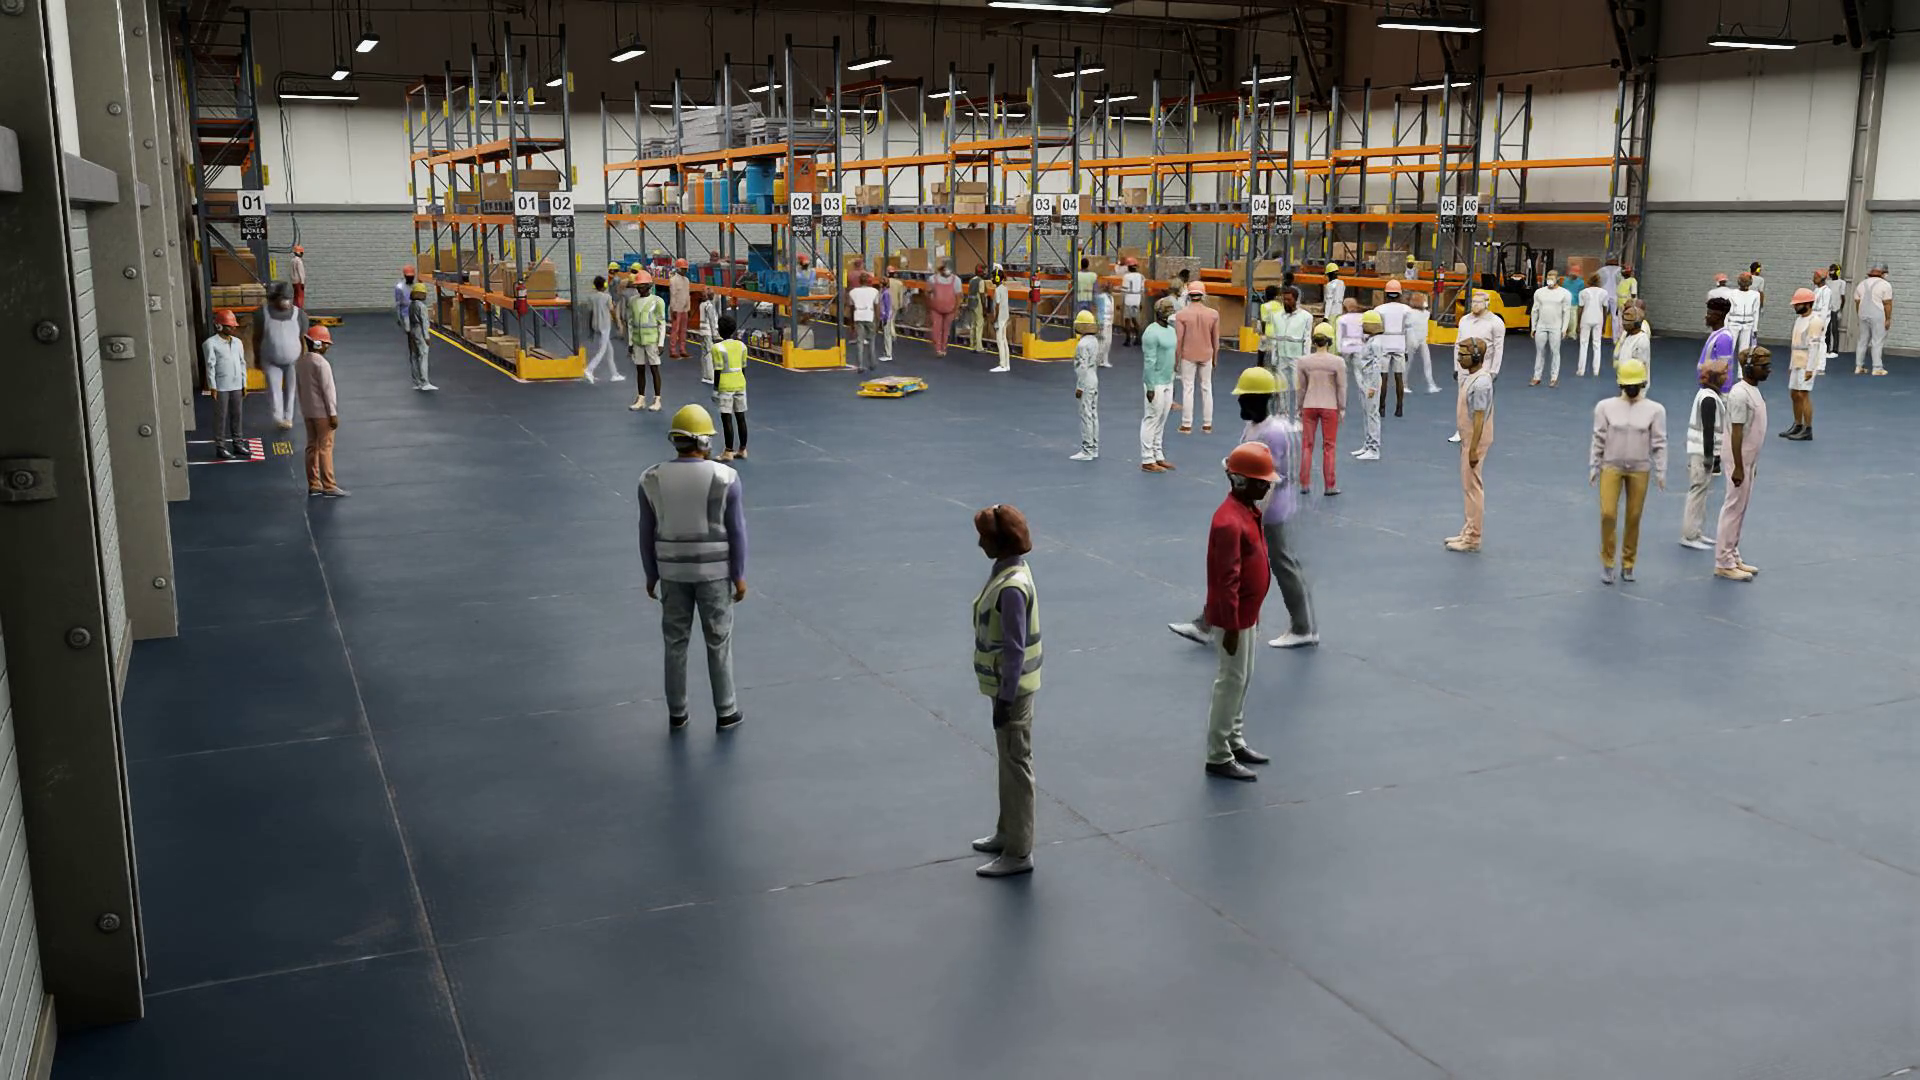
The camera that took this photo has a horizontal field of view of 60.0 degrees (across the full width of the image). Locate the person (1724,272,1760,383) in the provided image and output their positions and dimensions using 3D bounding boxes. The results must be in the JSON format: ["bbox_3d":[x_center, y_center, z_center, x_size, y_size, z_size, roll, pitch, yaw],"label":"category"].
[{"bbox_3d":[13.187,-3.577,28.109,0.574,1.884,0.356,1,11,6],"label":"person"}]

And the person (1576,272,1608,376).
[{"bbox_3d":[11.179,-3.819,29.439,0.512,1.843,0.331,2,11,10],"label":"person"}]

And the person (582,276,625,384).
[{"bbox_3d":[-6.120,-3.583,28.299,0.546,1.826,0.910,8,14,37],"label":"person"}]

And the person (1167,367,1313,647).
[{"bbox_3d":[1.912,-0.195,10.932,0.988,1.873,0.601,-2,11,-10],"label":"person"}]

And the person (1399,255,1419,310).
[{"bbox_3d":[11.302,-6.261,41.890,0.596,1.827,0.403,-4,12,-20],"label":"person"}]

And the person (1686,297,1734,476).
[{"bbox_3d":[8.286,-1.685,18.289,0.367,1.963,0.604,4,12,17],"label":"person"}]

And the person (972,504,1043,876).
[{"bbox_3d":[0.206,0.647,7.266,0.310,1.640,0.514,0,11,-1],"label":"person"}]

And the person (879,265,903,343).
[{"bbox_3d":[-1.520,-5.223,36.879,0.557,1.727,0.787,-5,12,-25],"label":"person"}]

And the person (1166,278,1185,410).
[{"bbox_3d":[3.105,-2.864,24.388,0.367,1.932,0.623,-1,11,-7],"label":"person"}]

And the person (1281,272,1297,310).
[{"bbox_3d":[6.600,-4.574,33.683,0.570,1.677,0.541,-1,11,-7],"label":"person"}]

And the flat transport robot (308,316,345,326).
[{"bbox_3d":[-16.438,-5.603,42.519,1.431,0.197,0.652,8,14,34],"label":"flat transport robot"}]

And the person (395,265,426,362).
[{"bbox_3d":[-10.457,-4.288,31.679,0.553,1.911,0.894,-6,12,-27],"label":"person"}]

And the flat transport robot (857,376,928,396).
[{"bbox_3d":[-1.072,-2.454,26.512,0.652,0.197,1.431,4,12,19],"label":"flat transport robot"}]

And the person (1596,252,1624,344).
[{"bbox_3d":[14.338,-5.343,36.682,0.687,2.000,0.535,5,12,22],"label":"person"}]

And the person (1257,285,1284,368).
[{"bbox_3d":[5.346,-3.522,28.407,0.541,1.660,0.861,-7,13,-31],"label":"person"}]

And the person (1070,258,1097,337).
[{"bbox_3d":[2.755,-5.301,36.847,0.600,1.893,0.781,-2,11,-10],"label":"person"}]

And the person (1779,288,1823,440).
[{"bbox_3d":[10.713,-2.233,21.191,0.390,1.923,0.549,0,11,3],"label":"person"}]

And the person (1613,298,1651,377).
[{"bbox_3d":[8.211,-2.031,20.361,0.430,1.844,0.624,5,12,23],"label":"person"}]

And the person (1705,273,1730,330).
[{"bbox_3d":[14.798,-4.307,32.267,0.567,1.713,0.829,-1,11,-3],"label":"person"}]

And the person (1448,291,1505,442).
[{"bbox_3d":[6.448,-2.151,20.804,0.408,1.908,0.644,-10,15,-42],"label":"person"}]

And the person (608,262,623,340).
[{"bbox_3d":[-7.840,-5.432,37.830,0.301,1.772,0.525,-4,12,-20],"label":"person"}]

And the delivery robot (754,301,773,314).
[{"bbox_3d":[-5.378,-6.418,45.695,0.477,0.478,0.707,-6,13,-28],"label":"delivery robot"}]

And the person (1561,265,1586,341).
[{"bbox_3d":[13.823,-5.339,37.530,0.491,1.723,0.597,-9,15,-40],"label":"person"}]

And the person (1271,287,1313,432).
[{"bbox_3d":[4.392,-2.391,22.033,0.584,1.911,0.391,10,15,41],"label":"person"}]

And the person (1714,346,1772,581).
[{"bbox_3d":[6.182,-0.607,13.114,0.334,1.845,0.513,8,13,34],"label":"person"}]

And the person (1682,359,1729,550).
[{"bbox_3d":[6.427,-0.745,14.344,0.310,1.638,0.522,4,12,19],"label":"person"}]

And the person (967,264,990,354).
[{"bbox_3d":[0.362,-4.730,34.089,0.389,1.837,0.563,-6,12,-26],"label":"person"}]

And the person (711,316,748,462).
[{"bbox_3d":[-2.677,-1.752,19.307,0.322,1.697,0.533,8,14,36],"label":"person"}]

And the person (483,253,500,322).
[{"bbox_3d":[-12.414,-6.697,44.061,0.567,1.847,0.389,3,11,13],"label":"person"}]

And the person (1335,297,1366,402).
[{"bbox_3d":[5.923,-2.857,25.119,0.519,1.616,0.655,-1,11,-7],"label":"person"}]

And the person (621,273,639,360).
[{"bbox_3d":[-6.372,-4.339,32.436,0.487,1.716,0.775,0,11,2],"label":"person"}]

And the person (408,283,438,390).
[{"bbox_3d":[-8.816,-3.328,27.222,0.484,1.737,0.305,10,15,42],"label":"person"}]

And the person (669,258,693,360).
[{"bbox_3d":[-5.493,-4.550,32.810,0.423,1.984,0.618,5,12,26],"label":"person"}]

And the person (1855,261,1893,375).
[{"bbox_3d":[16.374,-3.975,29.731,0.538,2.000,0.682,-5,12,-23],"label":"person"}]

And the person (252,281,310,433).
[{"bbox_3d":[-8.927,-2.438,21.920,0.712,2.000,0.942,-6,13,-27],"label":"person"}]

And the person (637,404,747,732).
[{"bbox_3d":[-1.471,0.165,9.235,0.592,1.828,0.404,1,11,4],"label":"person"}]

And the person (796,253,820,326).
[{"bbox_3d":[-3.491,-5.404,37.128,0.616,2.014,0.884,-7,13,-32],"label":"person"}]

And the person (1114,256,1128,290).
[{"bbox_3d":[4.622,-7.458,48.505,0.533,1.604,0.706,10,15,41],"label":"person"}]
